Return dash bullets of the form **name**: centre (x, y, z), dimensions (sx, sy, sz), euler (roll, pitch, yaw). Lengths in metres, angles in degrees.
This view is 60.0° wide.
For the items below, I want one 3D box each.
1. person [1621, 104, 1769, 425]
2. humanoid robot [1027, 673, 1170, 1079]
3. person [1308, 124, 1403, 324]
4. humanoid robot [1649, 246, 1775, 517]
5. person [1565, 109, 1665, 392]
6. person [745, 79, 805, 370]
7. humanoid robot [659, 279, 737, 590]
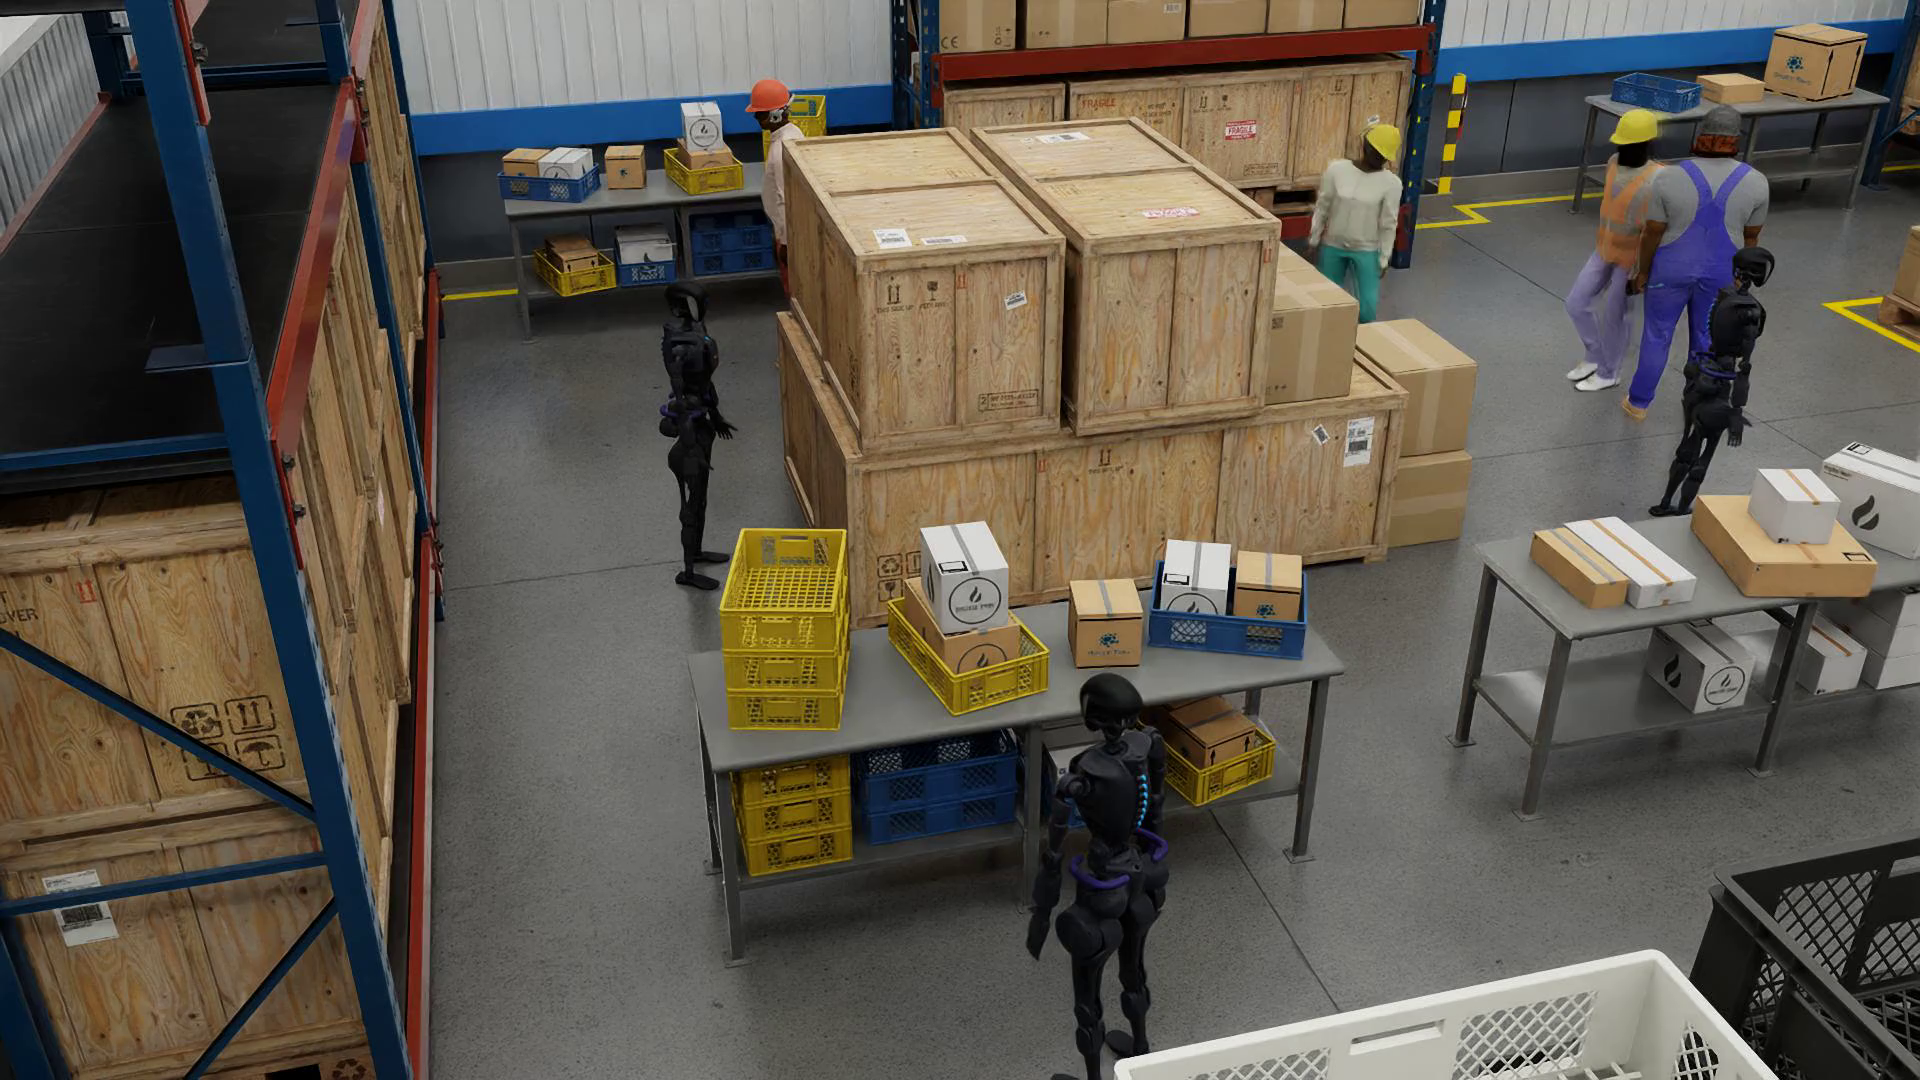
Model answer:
- **person**: centre (4.562, -1.713, 10.392), dimensions (0.677, 2.000, 0.537), euler (7, 30, 12)
- **humanoid robot**: centre (0.495, 1.157, 5.548), dimensions (0.570, 1.651, 0.360), euler (-24, 37, -37)
- **person**: centre (2.646, -1.934, 11.122), dimensions (0.630, 1.725, 0.327), euler (15, 32, 25)
- **humanoid robot**: centre (4.142, -0.809, 9.124), dimensions (0.330, 1.650, 0.580), euler (3, 29, 5)
- **person**: centre (4.241, -1.846, 10.768), dimensions (0.465, 1.902, 0.606), euler (-9, 30, -16)
- **person**: centre (-1.176, -2.101, 11.168), dimensions (0.430, 1.977, 0.600), euler (0, 29, 0)
- **humanoid robot**: centre (-1.368, -0.563, 8.664), dimensions (0.324, 1.658, 0.602), euler (3, 29, 5)
